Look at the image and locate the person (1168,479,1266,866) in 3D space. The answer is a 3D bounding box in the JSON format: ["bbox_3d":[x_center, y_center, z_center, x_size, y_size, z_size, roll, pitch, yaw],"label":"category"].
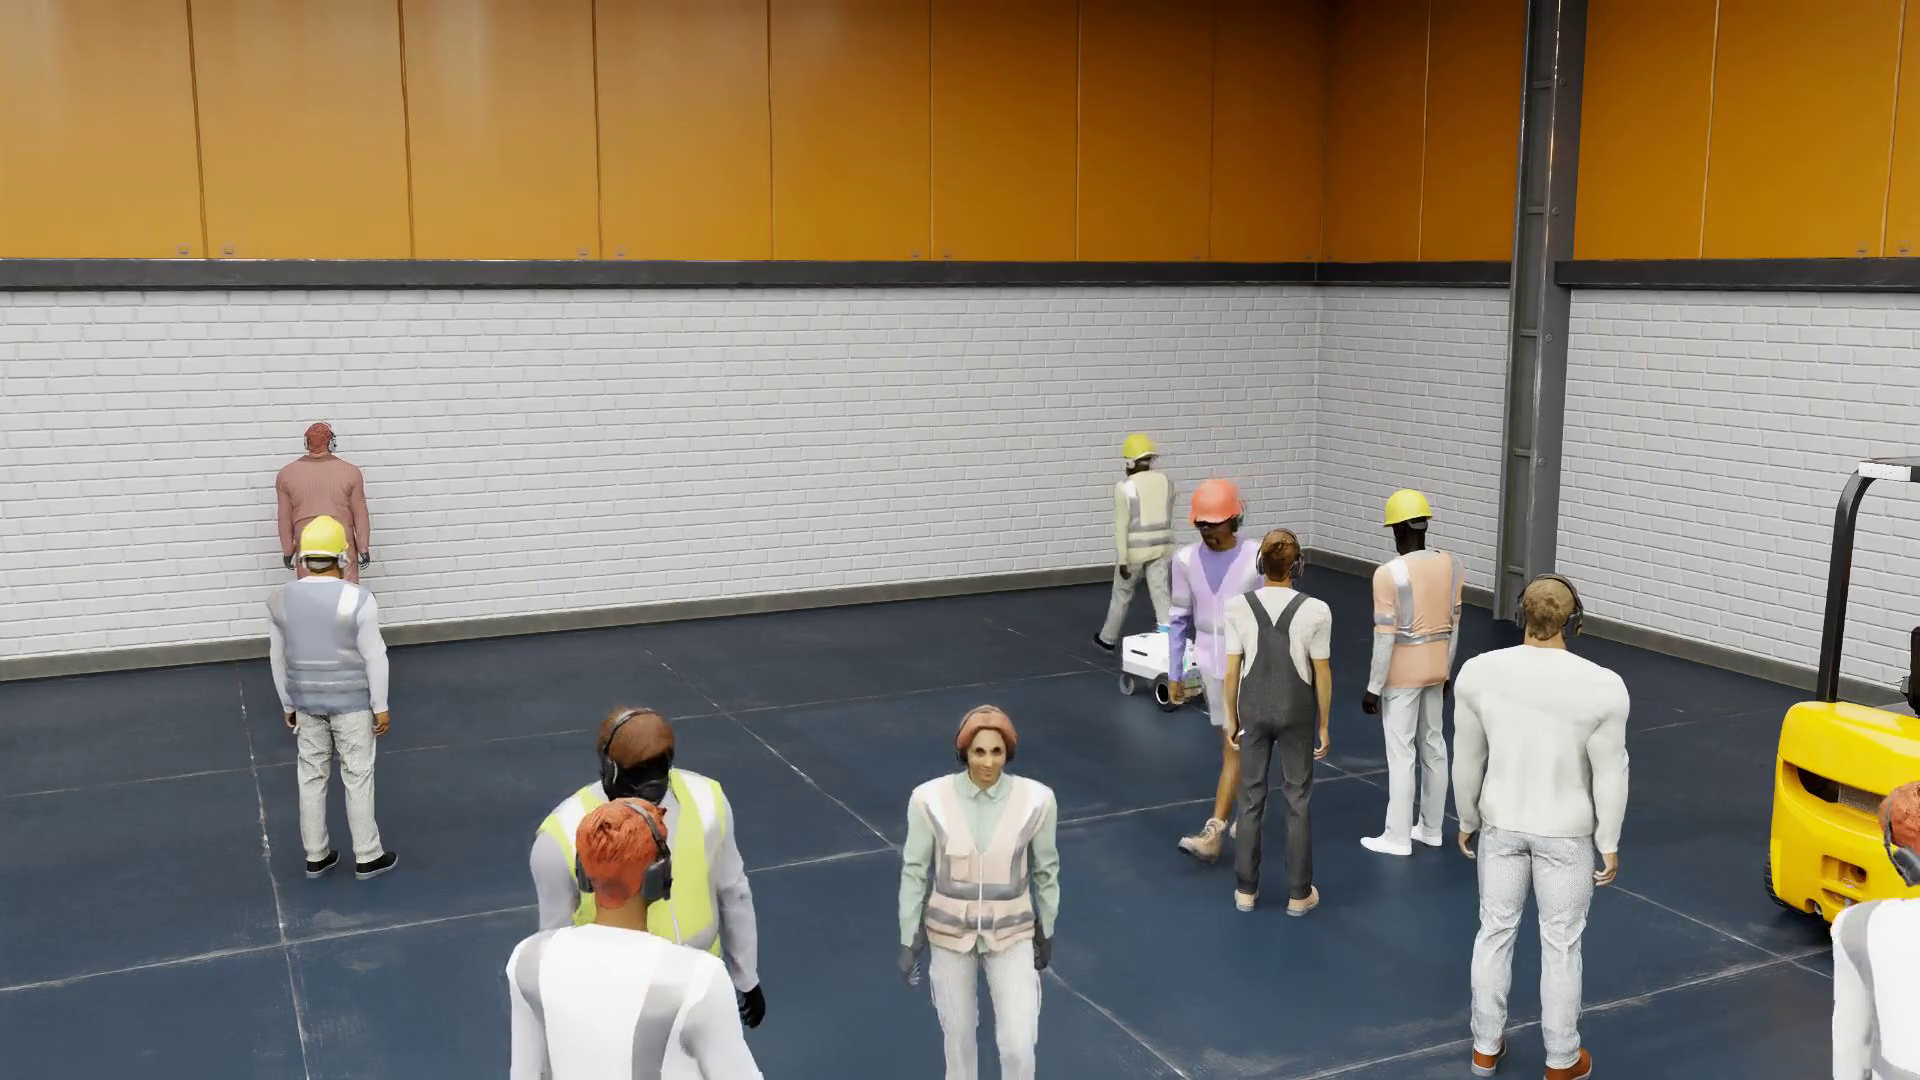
[{"bbox_3d":[1.354,0.666,8.636,0.642,1.976,1.055,7,12,37],"label":"person"}]

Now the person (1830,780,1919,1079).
[{"bbox_3d":[2.287,1.495,3.907,0.373,1.852,0.683,-4,10,-24],"label":"person"}]

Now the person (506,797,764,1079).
[{"bbox_3d":[-0.699,1.490,3.944,0.585,1.844,0.845,4,10,26],"label":"person"}]

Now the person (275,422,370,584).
[{"bbox_3d":[-4.819,0.053,12.655,0.655,1.906,0.407,-2,9,-10],"label":"person"}]

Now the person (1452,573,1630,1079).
[{"bbox_3d":[2.143,1.079,6.189,0.629,1.940,0.372,6,11,31],"label":"person"}]

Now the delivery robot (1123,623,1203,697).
[{"bbox_3d":[1.471,0.827,11.742,0.477,0.478,0.707,-6,11,-34],"label":"delivery robot"}]

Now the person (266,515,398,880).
[{"bbox_3d":[-3.118,0.791,8.304,0.598,1.834,0.404,1,9,7],"label":"person"}]

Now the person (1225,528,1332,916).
[{"bbox_3d":[1.495,0.857,7.855,0.507,1.846,0.346,3,10,18],"label":"person"}]

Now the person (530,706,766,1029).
[{"bbox_3d":[-0.987,1.336,5.044,0.656,1.805,0.895,-7,11,-37],"label":"person"}]

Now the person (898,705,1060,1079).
[{"bbox_3d":[0.063,1.351,5.501,0.535,1.623,0.538,0,9,2],"label":"person"}]

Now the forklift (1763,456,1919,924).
[{"bbox_3d":[4.857,0.731,7.561,2.313,2.155,1.214,-4,10,-25],"label":"forklift"}]

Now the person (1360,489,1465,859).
[{"bbox_3d":[2.332,0.694,8.648,0.585,1.916,0.387,-5,11,-29],"label":"person"}]

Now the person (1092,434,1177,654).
[{"bbox_3d":[1.398,0.067,12.960,0.590,1.784,0.916,-4,10,-25],"label":"person"}]
